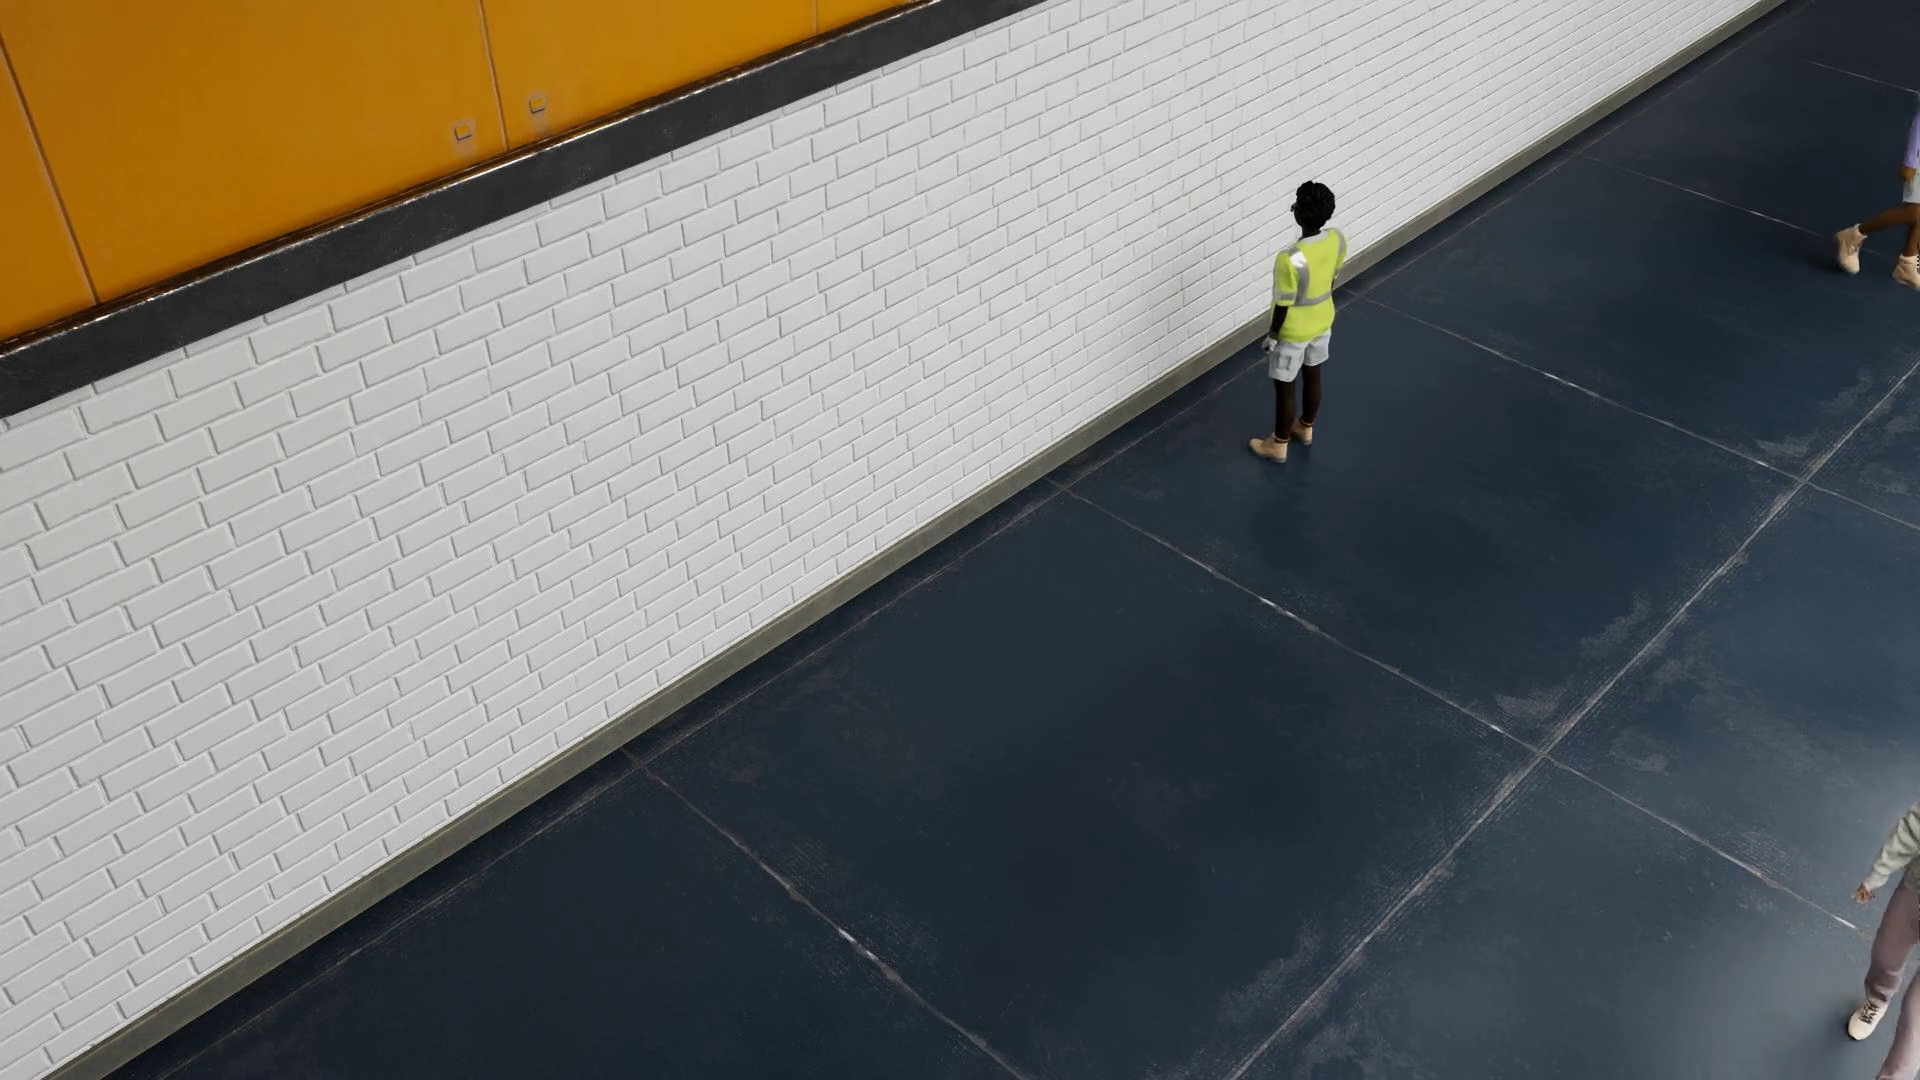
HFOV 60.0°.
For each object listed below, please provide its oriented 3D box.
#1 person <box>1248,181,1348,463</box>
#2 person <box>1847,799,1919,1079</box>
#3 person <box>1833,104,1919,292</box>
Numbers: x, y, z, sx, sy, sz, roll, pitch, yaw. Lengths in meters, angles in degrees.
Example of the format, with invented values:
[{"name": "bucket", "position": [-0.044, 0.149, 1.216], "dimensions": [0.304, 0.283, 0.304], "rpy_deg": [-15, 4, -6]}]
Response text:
[{"name": "person", "position": [1.889, -1.203, 9.279], "dimensions": [0.534, 1.696, 0.322], "rpy_deg": [-28, 47, -31]}, {"name": "person", "position": [3.531, 1.385, 6.032], "dimensions": [0.623, 1.706, 0.586], "rpy_deg": [-14, 41, -17]}, {"name": "person", "position": [6.297, -2.556, 10.709], "dimensions": [0.629, 2.027, 0.640], "rpy_deg": [-26, 46, -29]}]
